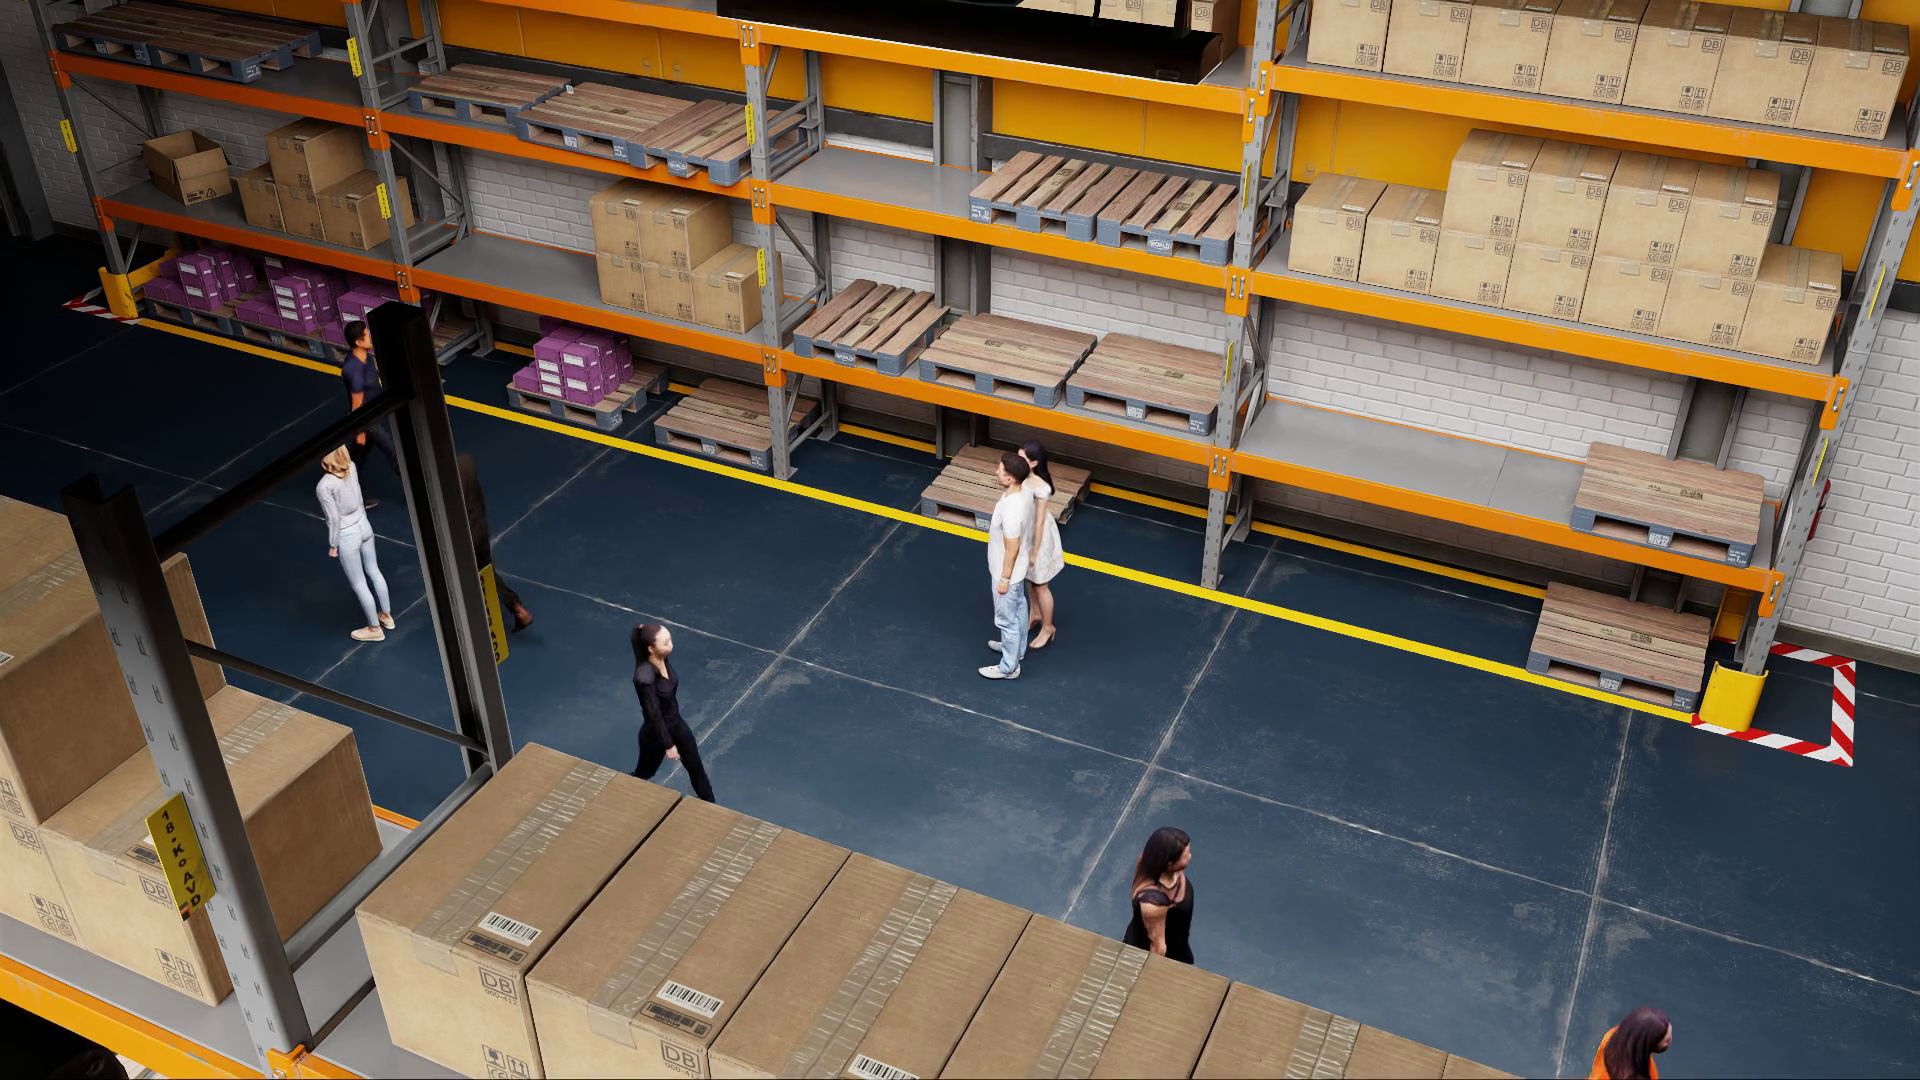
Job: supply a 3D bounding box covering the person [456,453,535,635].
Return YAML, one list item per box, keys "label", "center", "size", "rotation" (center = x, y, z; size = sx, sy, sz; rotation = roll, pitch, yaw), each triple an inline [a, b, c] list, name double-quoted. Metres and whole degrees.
- label: "person"
  center: [-3.606, 0.011, 12.355]
  size: [0.968, 1.895, 0.773]
  rotation: [10, 35, 15]

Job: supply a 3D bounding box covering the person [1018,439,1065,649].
- label: "person"
  center: [0.554, 0.019, 12.456]
  size: [0.839, 1.769, 0.786]
  rotation: [-10, 35, -15]

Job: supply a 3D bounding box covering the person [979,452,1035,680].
- label: "person"
  center: [0.365, 0.179, 12.129]
  size: [0.626, 1.866, 0.715]
  rotation: [8, 34, 12]

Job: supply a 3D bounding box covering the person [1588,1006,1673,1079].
- label: "person"
  center: [3.101, 2.898, 8.166]
  size: [0.982, 1.724, 0.791]
  rotation: [4, 34, 6]

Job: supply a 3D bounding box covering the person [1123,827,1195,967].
- label: "person"
  center: [0.980, 2.259, 9.156]
  size: [1.062, 1.692, 0.784]
  rotation: [6, 34, 10]

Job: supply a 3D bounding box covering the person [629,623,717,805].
- label: "person"
  center: [-1.997, 1.252, 10.689]
  size: [1.111, 1.672, 0.741]
  rotation: [7, 34, 10]

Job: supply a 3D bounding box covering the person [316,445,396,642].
- label: "person"
  center: [-4.574, -0.028, 12.504]
  size: [0.538, 1.795, 0.616]
  rotation: [9, 35, 13]
